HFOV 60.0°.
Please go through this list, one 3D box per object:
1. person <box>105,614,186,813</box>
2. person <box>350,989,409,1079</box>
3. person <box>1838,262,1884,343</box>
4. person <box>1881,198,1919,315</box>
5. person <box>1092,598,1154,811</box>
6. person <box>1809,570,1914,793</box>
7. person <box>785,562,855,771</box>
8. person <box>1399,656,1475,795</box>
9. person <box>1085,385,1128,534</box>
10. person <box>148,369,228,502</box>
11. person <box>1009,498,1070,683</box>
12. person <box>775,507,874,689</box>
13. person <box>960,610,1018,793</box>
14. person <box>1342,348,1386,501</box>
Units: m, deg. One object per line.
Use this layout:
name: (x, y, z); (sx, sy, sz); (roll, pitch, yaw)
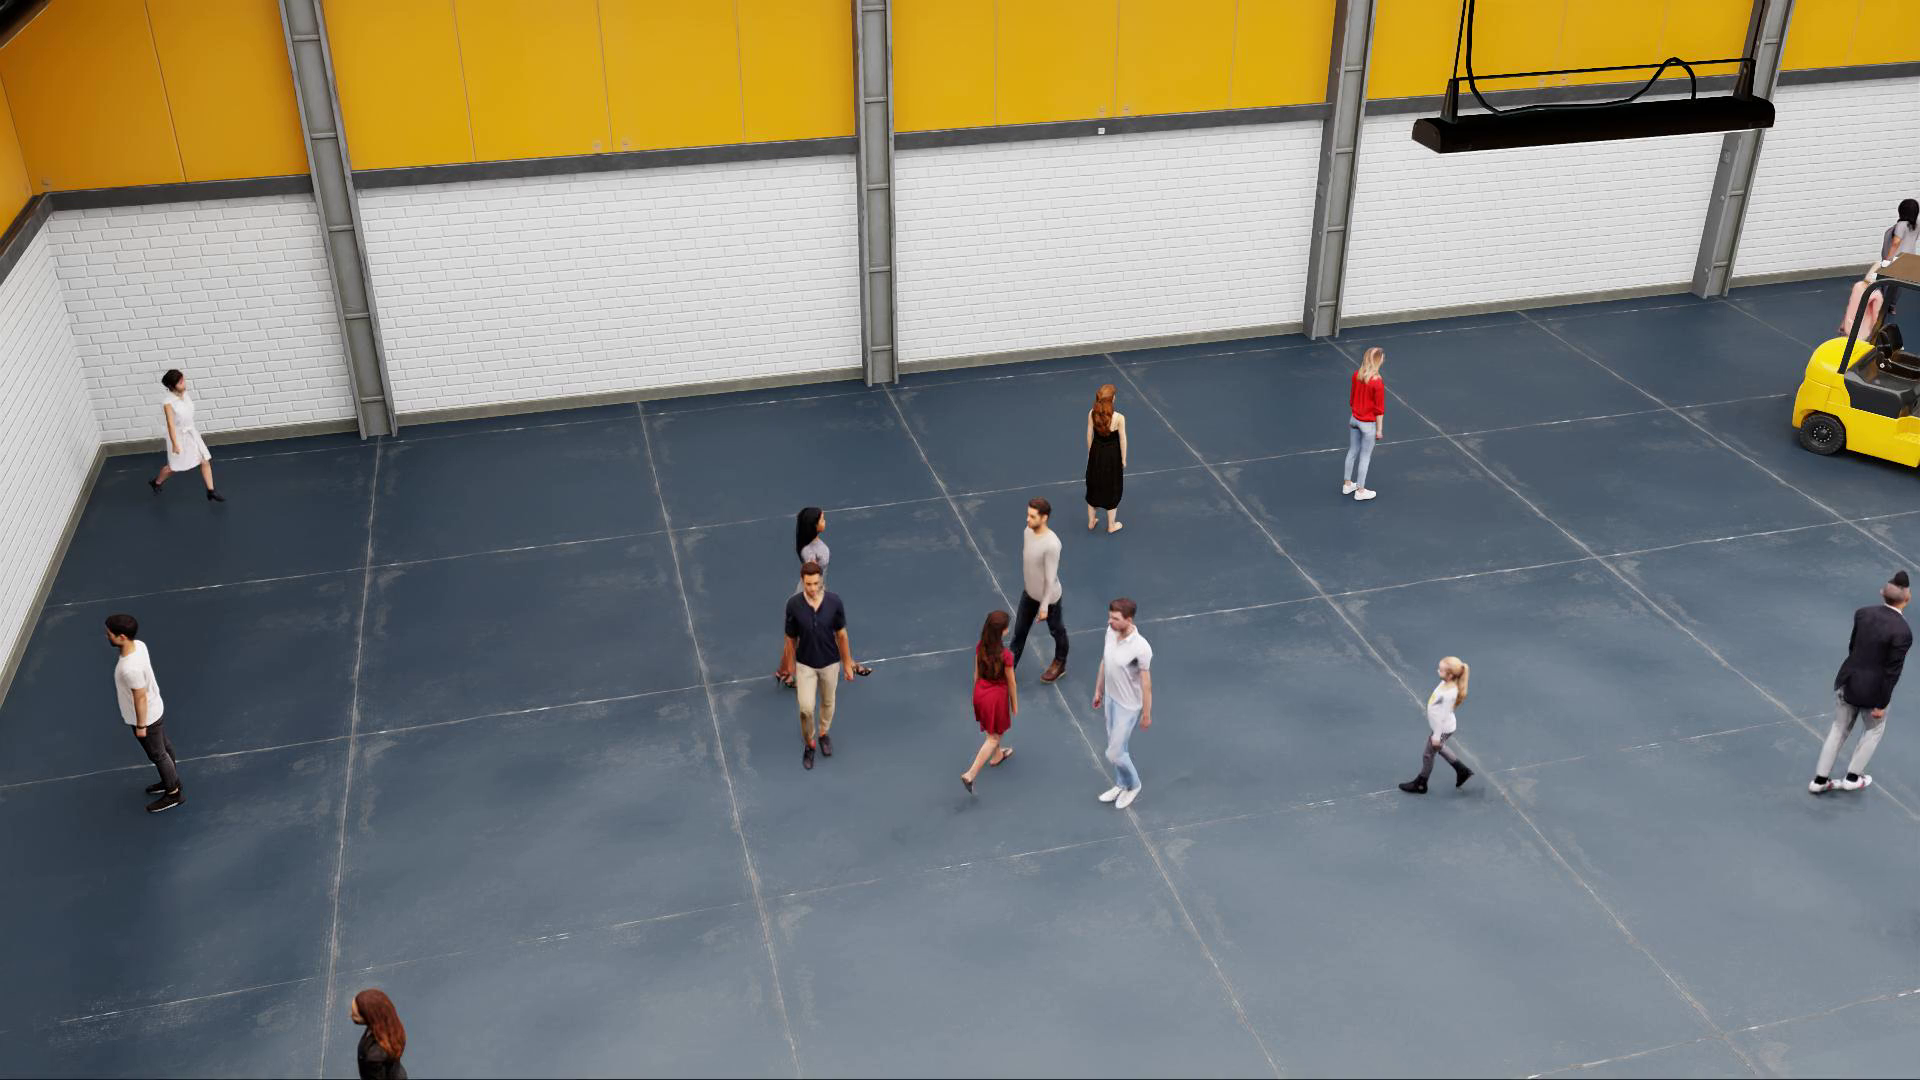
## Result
person: (-6.342, 1.312, 12.935); (0.577, 1.722, 0.652); (-12, 31, -20)
person: (-3.331, 3.192, 9.743); (0.618, 1.479, 0.617); (-2, 29, -4)
person: (10.705, -2.516, 19.968); (0.741, 1.707, 0.612); (-7, 29, -13)
person: (12.678, -3.821, 22.459); (0.655, 1.613, 0.748); (-14, 32, -24)
person: (1.340, 1.240, 12.947); (0.693, 1.837, 0.727); (-16, 33, -27)
person: (7.031, 1.163, 13.008); (0.787, 1.915, 0.764); (-5, 29, -8)
person: (-1.166, 0.939, 13.495); (0.608, 1.841, 0.732); (-6, 29, -11)
person: (3.846, 1.477, 13.109); (0.860, 1.266, 0.736); (9, 30, 15)
person: (1.477, -0.838, 16.978); (0.677, 1.625, 0.747); (12, 31, 21)
person: (-8.249, -1.065, 17.504); (1.101, 1.520, 0.824); (4, 29, 7)
person: (0.785, 0.459, 14.390); (1.194, 1.827, 0.952); (-22, 35, -34)
person: (-1.373, 0.555, 14.312); (1.143, 1.734, 0.793); (1, 29, 1)
person: (0.221, 1.289, 13.181); (0.883, 1.526, 1.056); (22, 35, 34)
person: (4.287, -1.242, 17.636); (0.608, 1.705, 0.669); (-17, 33, -28)
